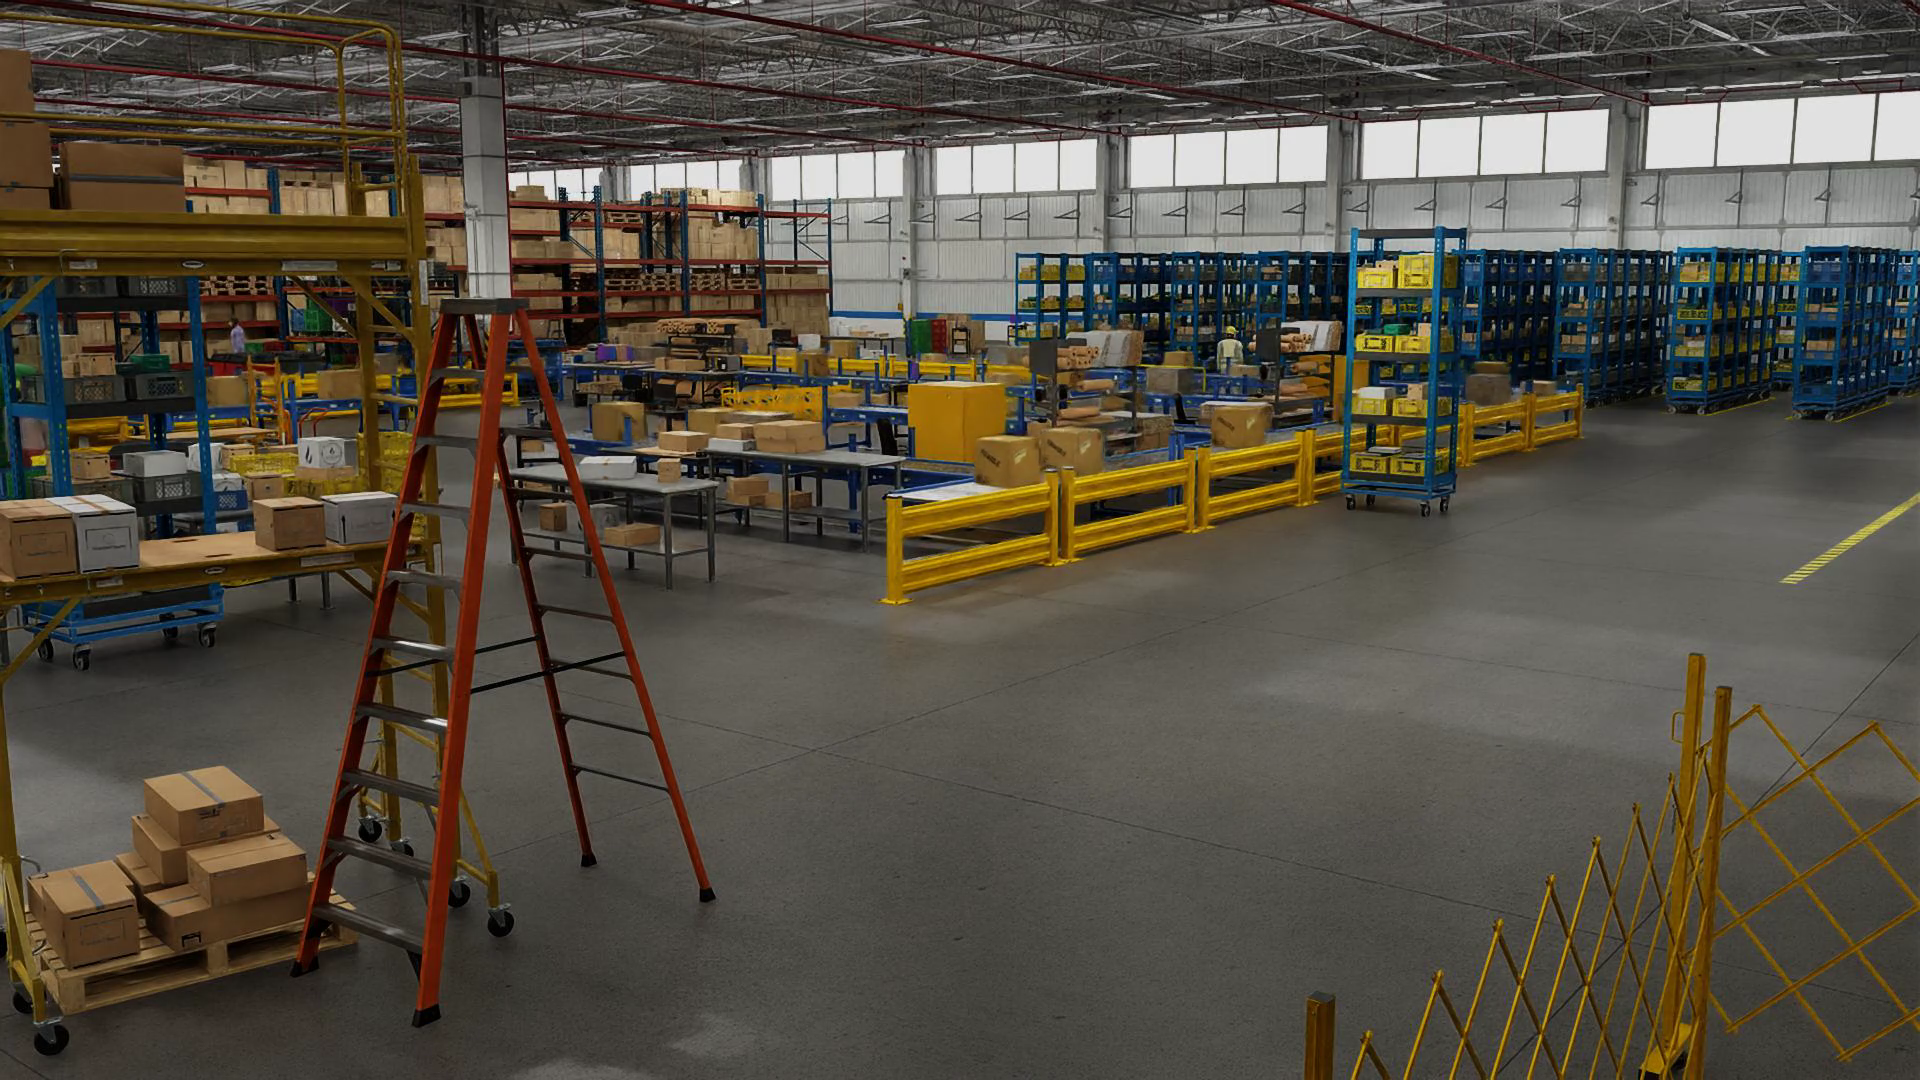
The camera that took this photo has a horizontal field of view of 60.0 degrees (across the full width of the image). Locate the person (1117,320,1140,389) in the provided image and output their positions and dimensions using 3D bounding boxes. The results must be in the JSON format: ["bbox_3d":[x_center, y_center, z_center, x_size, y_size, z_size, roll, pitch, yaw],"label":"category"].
[{"bbox_3d":[4.243,-4.687,42.512,1.015,1.866,0.649,9,13,44],"label":"person"}]

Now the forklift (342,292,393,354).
[{"bbox_3d":[-16.485,-5.622,45.120,1.129,2.768,1.873,7,11,37],"label":"forklift"}]

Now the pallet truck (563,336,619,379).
[{"bbox_3d":[-10.690,-5.294,48.215,1.601,1.201,0.680,-5,10,-26],"label":"pallet truck"}]

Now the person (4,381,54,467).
[{"bbox_3d":[-11.420,-1.109,20.453,0.538,1.750,0.438,0,9,0],"label":"person"}]

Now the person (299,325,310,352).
[{"bbox_3d":[-18.212,-5.121,45.951,0.801,1.592,0.523,-5,10,-27],"label":"person"}]

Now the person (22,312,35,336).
[{"bbox_3d":[-30.619,-6.701,54.829,0.619,1.925,0.566,-8,12,-40],"label":"person"}]

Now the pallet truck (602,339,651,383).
[{"bbox_3d":[-8.991,-4.871,45.351,0.653,1.274,1.630,7,11,37],"label":"pallet truck"}]

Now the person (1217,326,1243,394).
[{"bbox_3d":[6.165,-3.955,37.976,0.595,1.831,0.403,3,10,19],"label":"person"}]

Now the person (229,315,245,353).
[{"bbox_3d":[-19.142,-4.986,44.113,0.368,1.933,0.635,-5,10,-29],"label":"person"}]

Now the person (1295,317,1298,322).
[{"bbox_3d":[10.279,-6.050,50.596,0.415,1.985,0.611,7,11,37],"label":"person"}]
